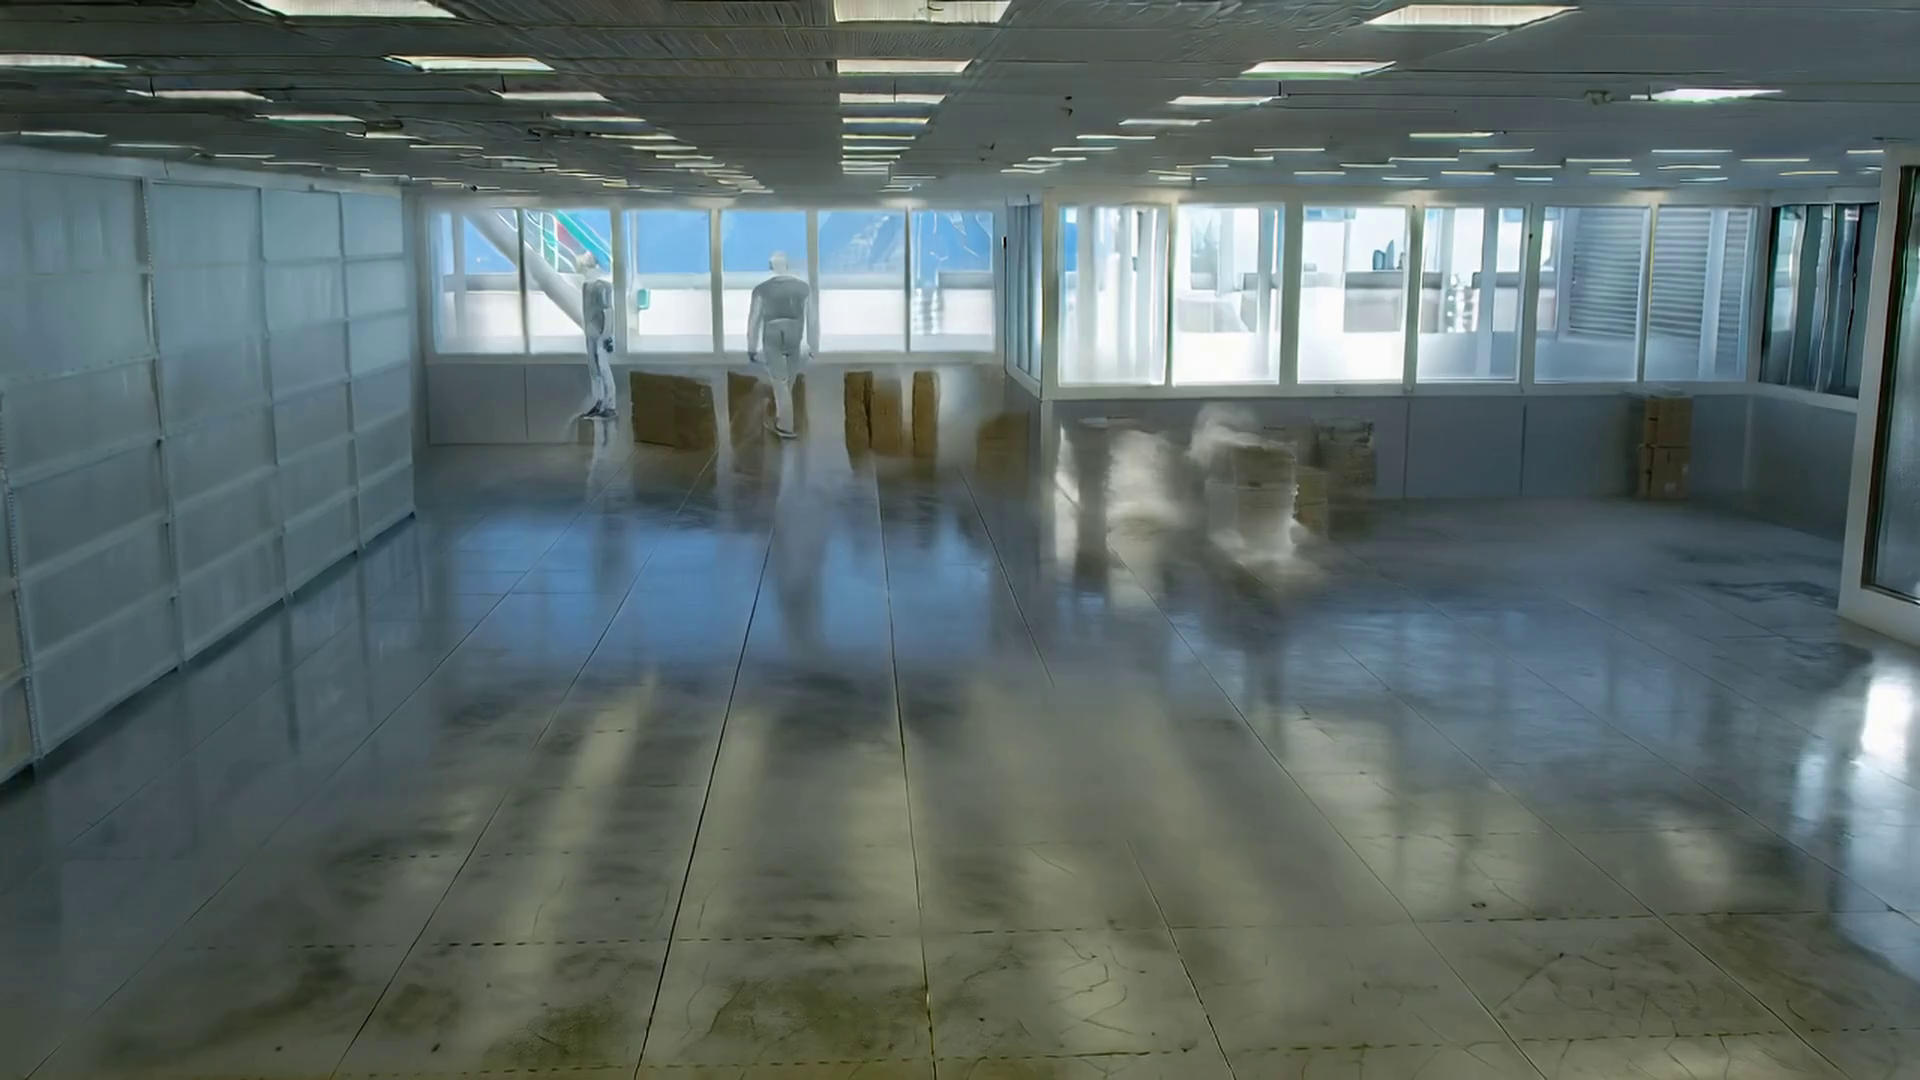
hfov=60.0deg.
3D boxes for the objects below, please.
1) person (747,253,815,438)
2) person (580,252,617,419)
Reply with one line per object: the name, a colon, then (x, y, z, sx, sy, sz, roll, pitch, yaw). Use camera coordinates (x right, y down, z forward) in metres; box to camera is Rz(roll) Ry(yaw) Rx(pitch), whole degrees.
person: (-1.875, -2.006, 17.120, 0.672, 1.854, 1.005, -5, 12, -27)
person: (-4.078, -2.280, 18.631, 0.500, 1.861, 0.328, 9, 14, 40)
